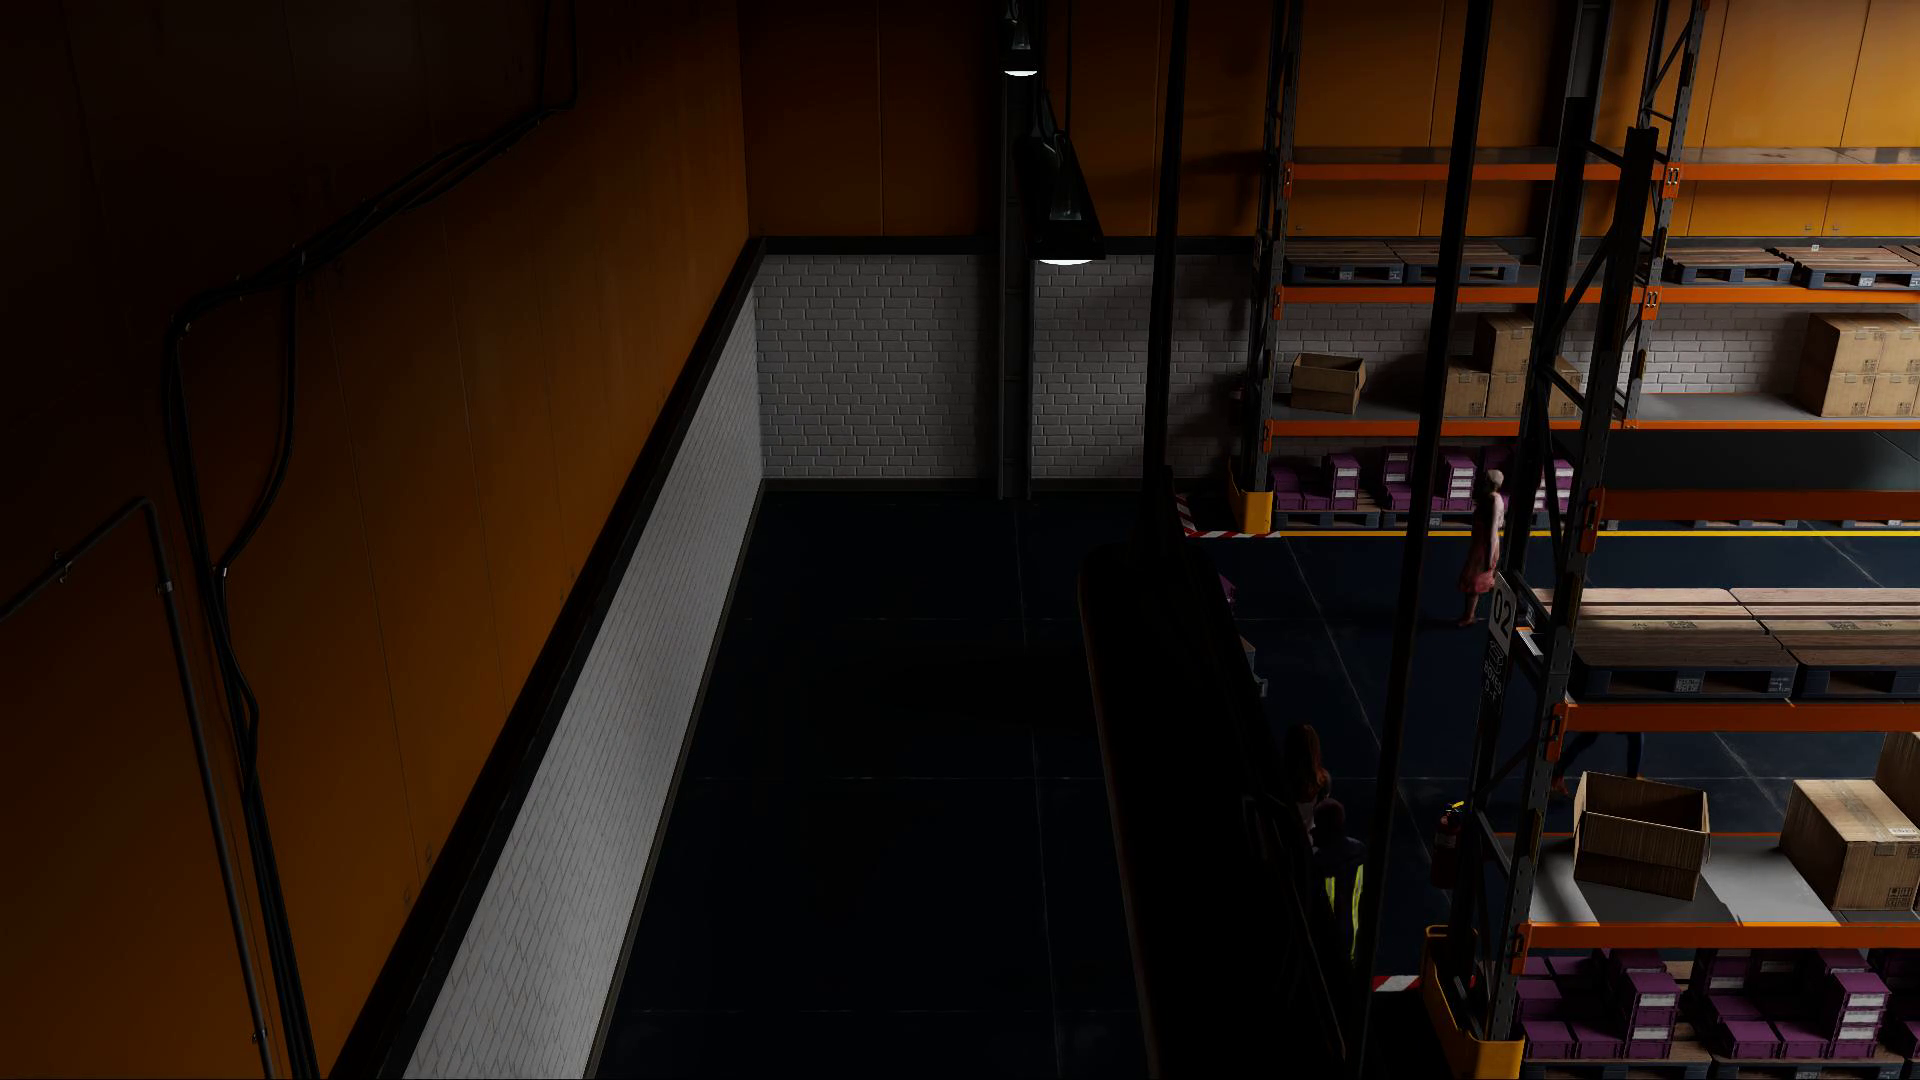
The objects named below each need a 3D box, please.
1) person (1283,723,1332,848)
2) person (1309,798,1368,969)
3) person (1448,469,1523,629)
[{"bbox_3d":[2.321,2.071,11.579,0.509,1.728,0.672,3,24,6],"label":"person"},{"bbox_3d":[2.360,2.489,10.531,1.007,1.802,1.052,-14,27,-29],"label":"person"},{"bbox_3d":[5.173,0.104,16.149,0.950,1.673,0.702,4,24,9],"label":"person"}]
